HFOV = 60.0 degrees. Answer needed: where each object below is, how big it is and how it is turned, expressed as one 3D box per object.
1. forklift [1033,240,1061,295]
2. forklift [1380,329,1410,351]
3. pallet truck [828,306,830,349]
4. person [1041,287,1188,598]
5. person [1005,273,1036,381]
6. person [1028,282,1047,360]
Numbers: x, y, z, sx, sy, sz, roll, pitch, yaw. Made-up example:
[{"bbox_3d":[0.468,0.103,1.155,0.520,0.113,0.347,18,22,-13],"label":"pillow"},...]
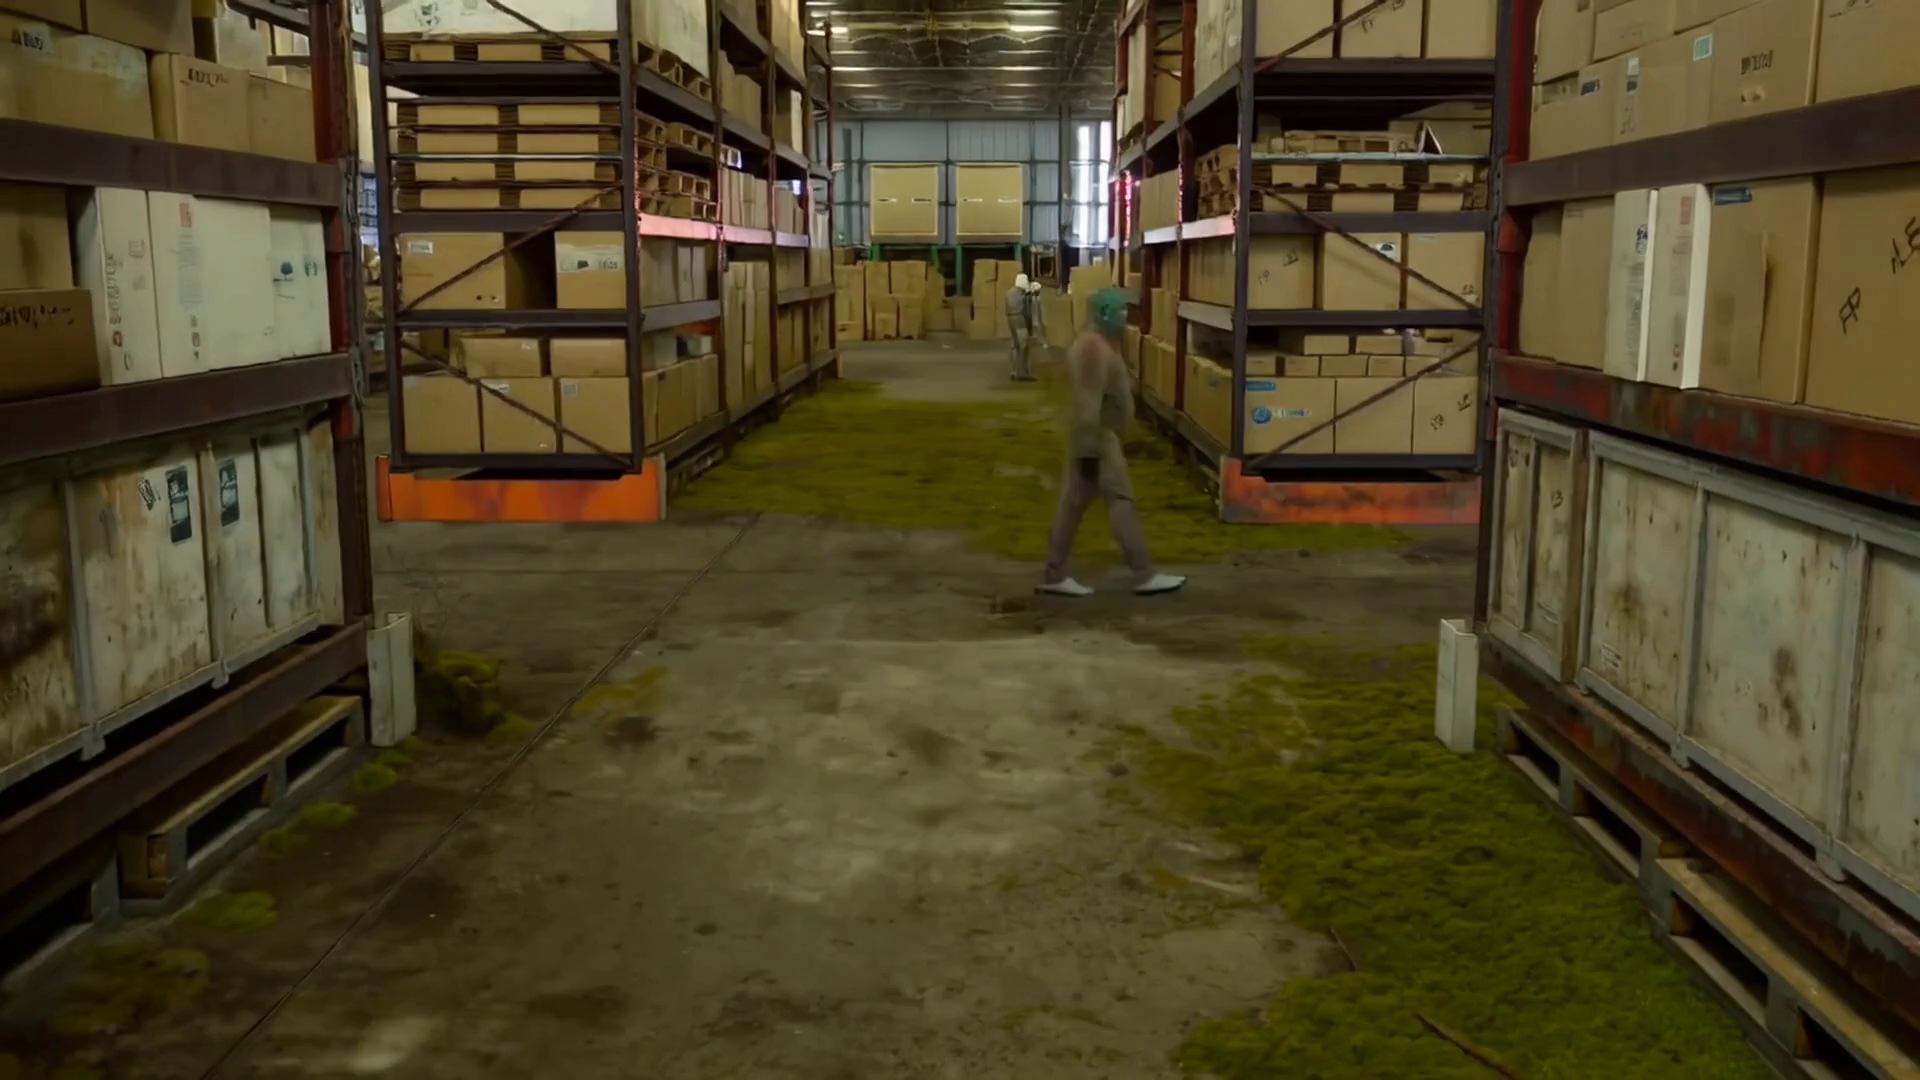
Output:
[{"bbox_3d":[3.172,-9.648,61.356,1.129,2.768,1.873,0,9,1],"label":"forklift"},{"bbox_3d":[5.400,-3.360,23.692,1.873,2.768,1.129,0,9,1],"label":"forklift"},{"bbox_3d":[-3.100,-3.940,29.800,1.885,1.965,0.823,3,10,19],"label":"pallet truck"},{"bbox_3d":[0.931,-0.575,10.015,0.962,1.865,0.665,-1,10,-5],"label":"person"},{"bbox_3d":[1.056,-3.647,28.515,0.429,1.844,0.623,-7,12,-37],"label":"person"},{"bbox_3d":[1.525,-4.504,34.313,0.361,1.624,0.527,-3,10,-18],"label":"person"}]
